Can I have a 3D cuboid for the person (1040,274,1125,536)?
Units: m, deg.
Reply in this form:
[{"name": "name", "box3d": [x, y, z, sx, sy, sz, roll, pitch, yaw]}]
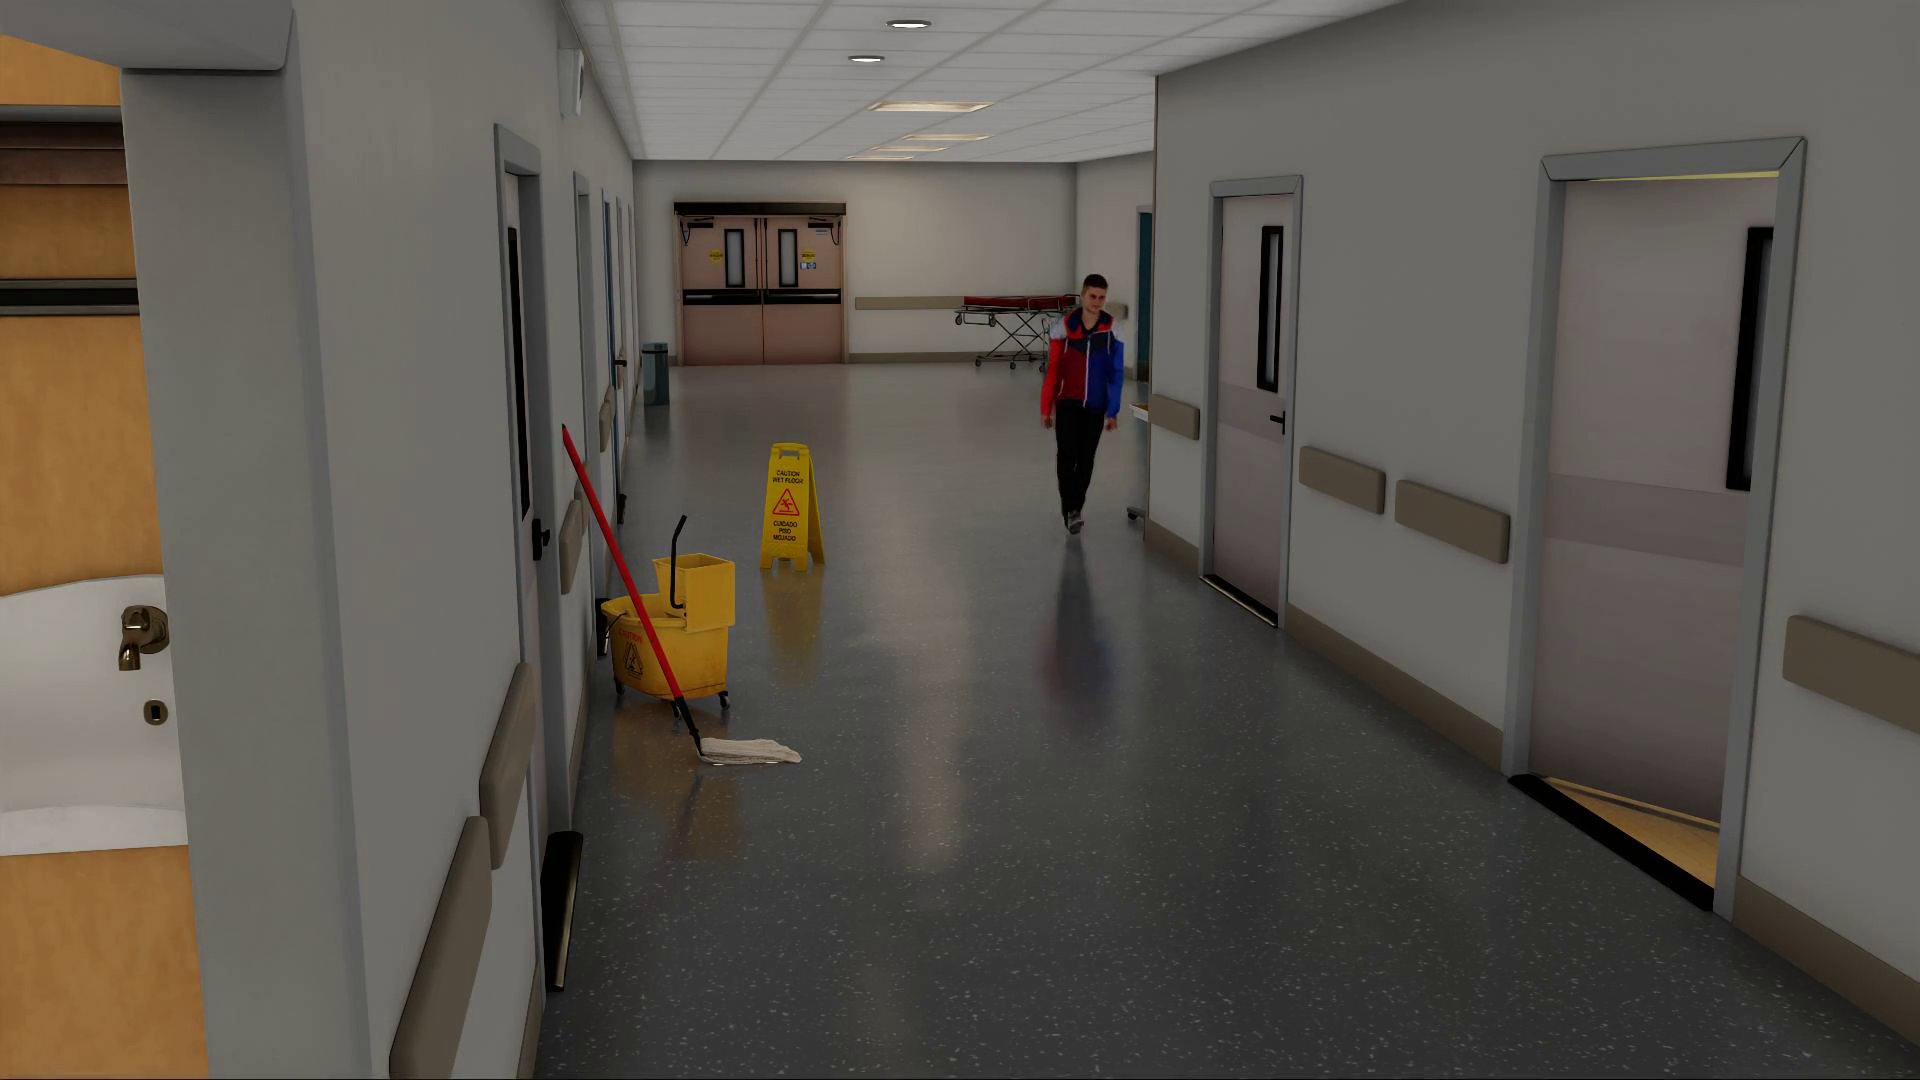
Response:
[{"name": "person", "box3d": [0.817, -0.846, 11.213, 0.764, 1.611, 1.129, 0, 11, -1]}]
